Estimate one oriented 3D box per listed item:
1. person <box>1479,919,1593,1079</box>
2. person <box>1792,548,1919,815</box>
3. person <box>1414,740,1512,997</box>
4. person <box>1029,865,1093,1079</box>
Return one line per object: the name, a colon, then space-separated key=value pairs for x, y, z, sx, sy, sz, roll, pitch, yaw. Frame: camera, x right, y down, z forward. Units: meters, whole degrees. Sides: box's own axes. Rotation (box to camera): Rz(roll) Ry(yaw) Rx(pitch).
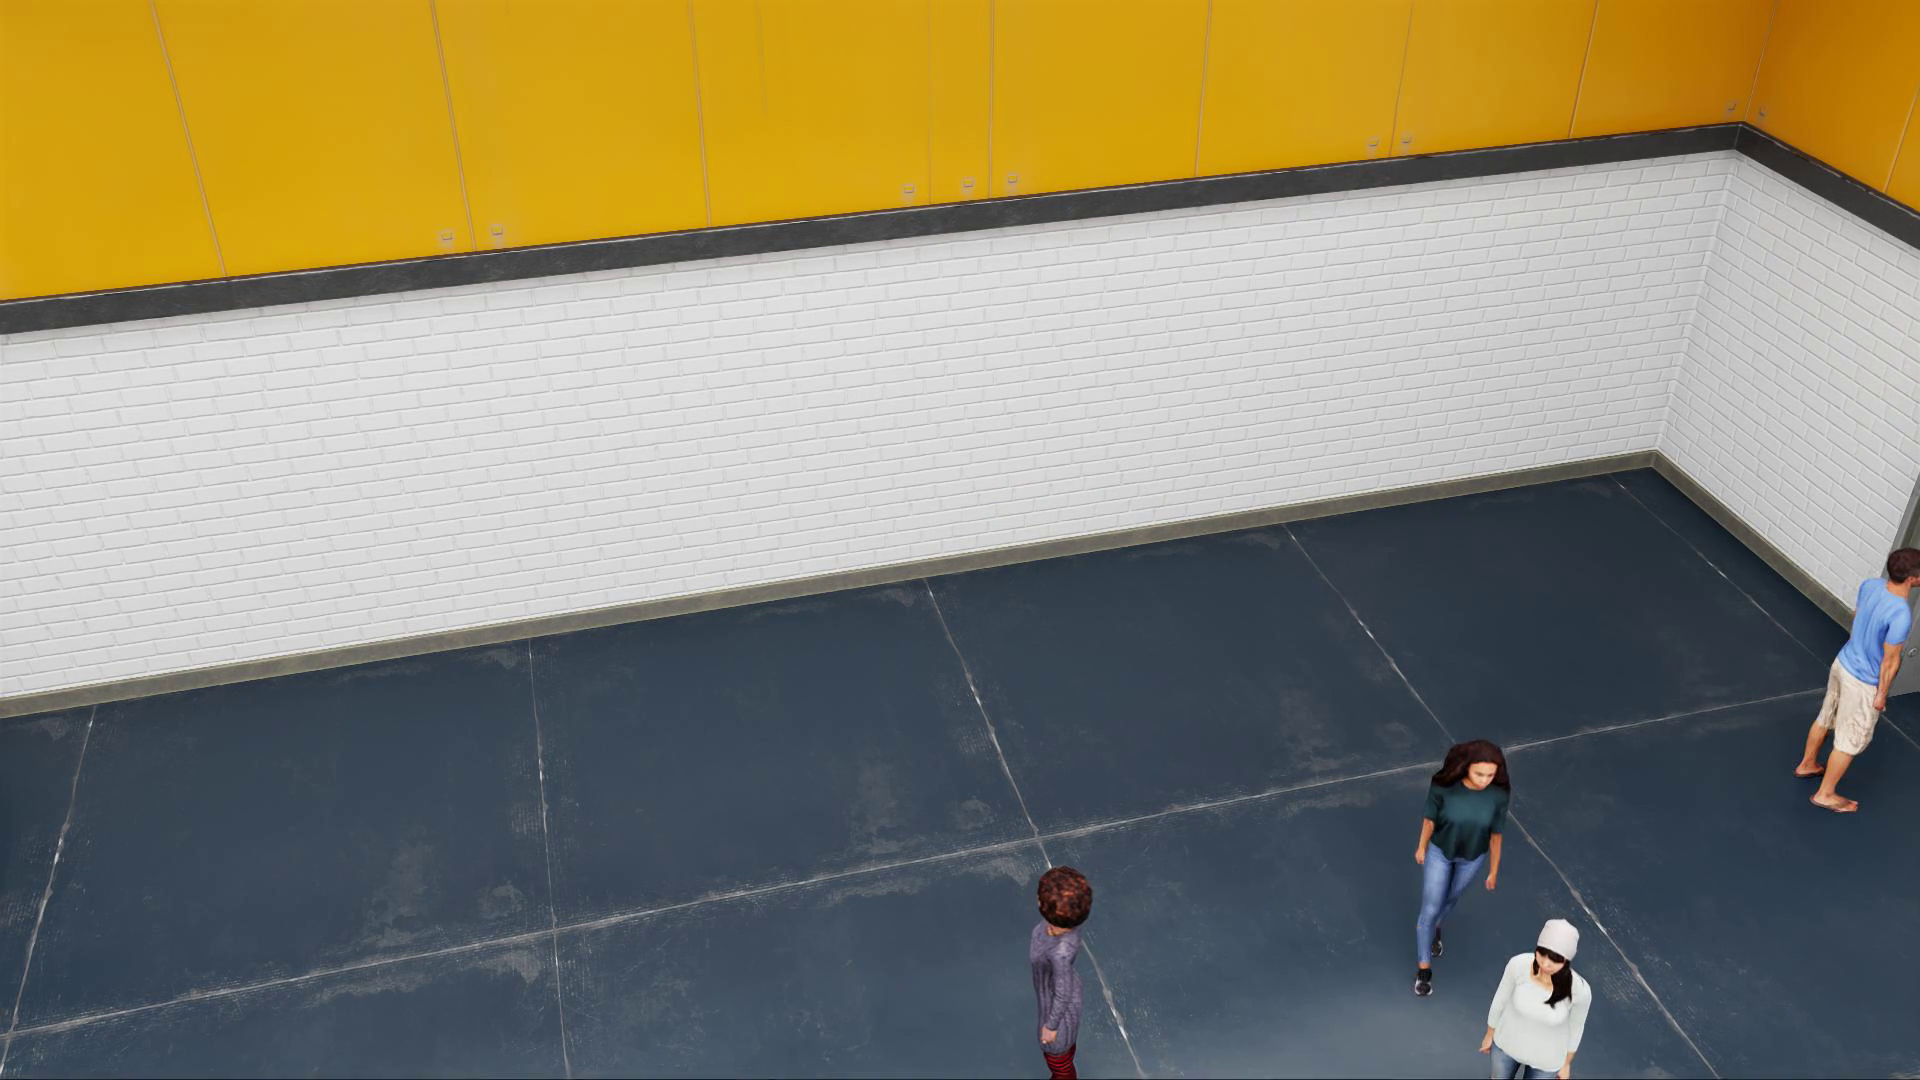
person: x=2.778 y=2.467 z=8.116 sx=0.626 sy=1.644 sz=0.692 roll=19 pitch=38 yaw=26
person: x=5.620 y=0.833 z=10.373 sx=0.773 sy=1.867 sz=0.585 roll=0 pitch=34 yaw=0
person: x=2.770 y=1.705 z=9.302 sx=0.800 sy=1.601 sz=0.959 roll=5 pitch=34 yaw=8
person: x=0.494 y=2.302 z=8.305 sx=0.719 sy=1.710 sz=0.572 roll=4 pitch=34 yaw=6
